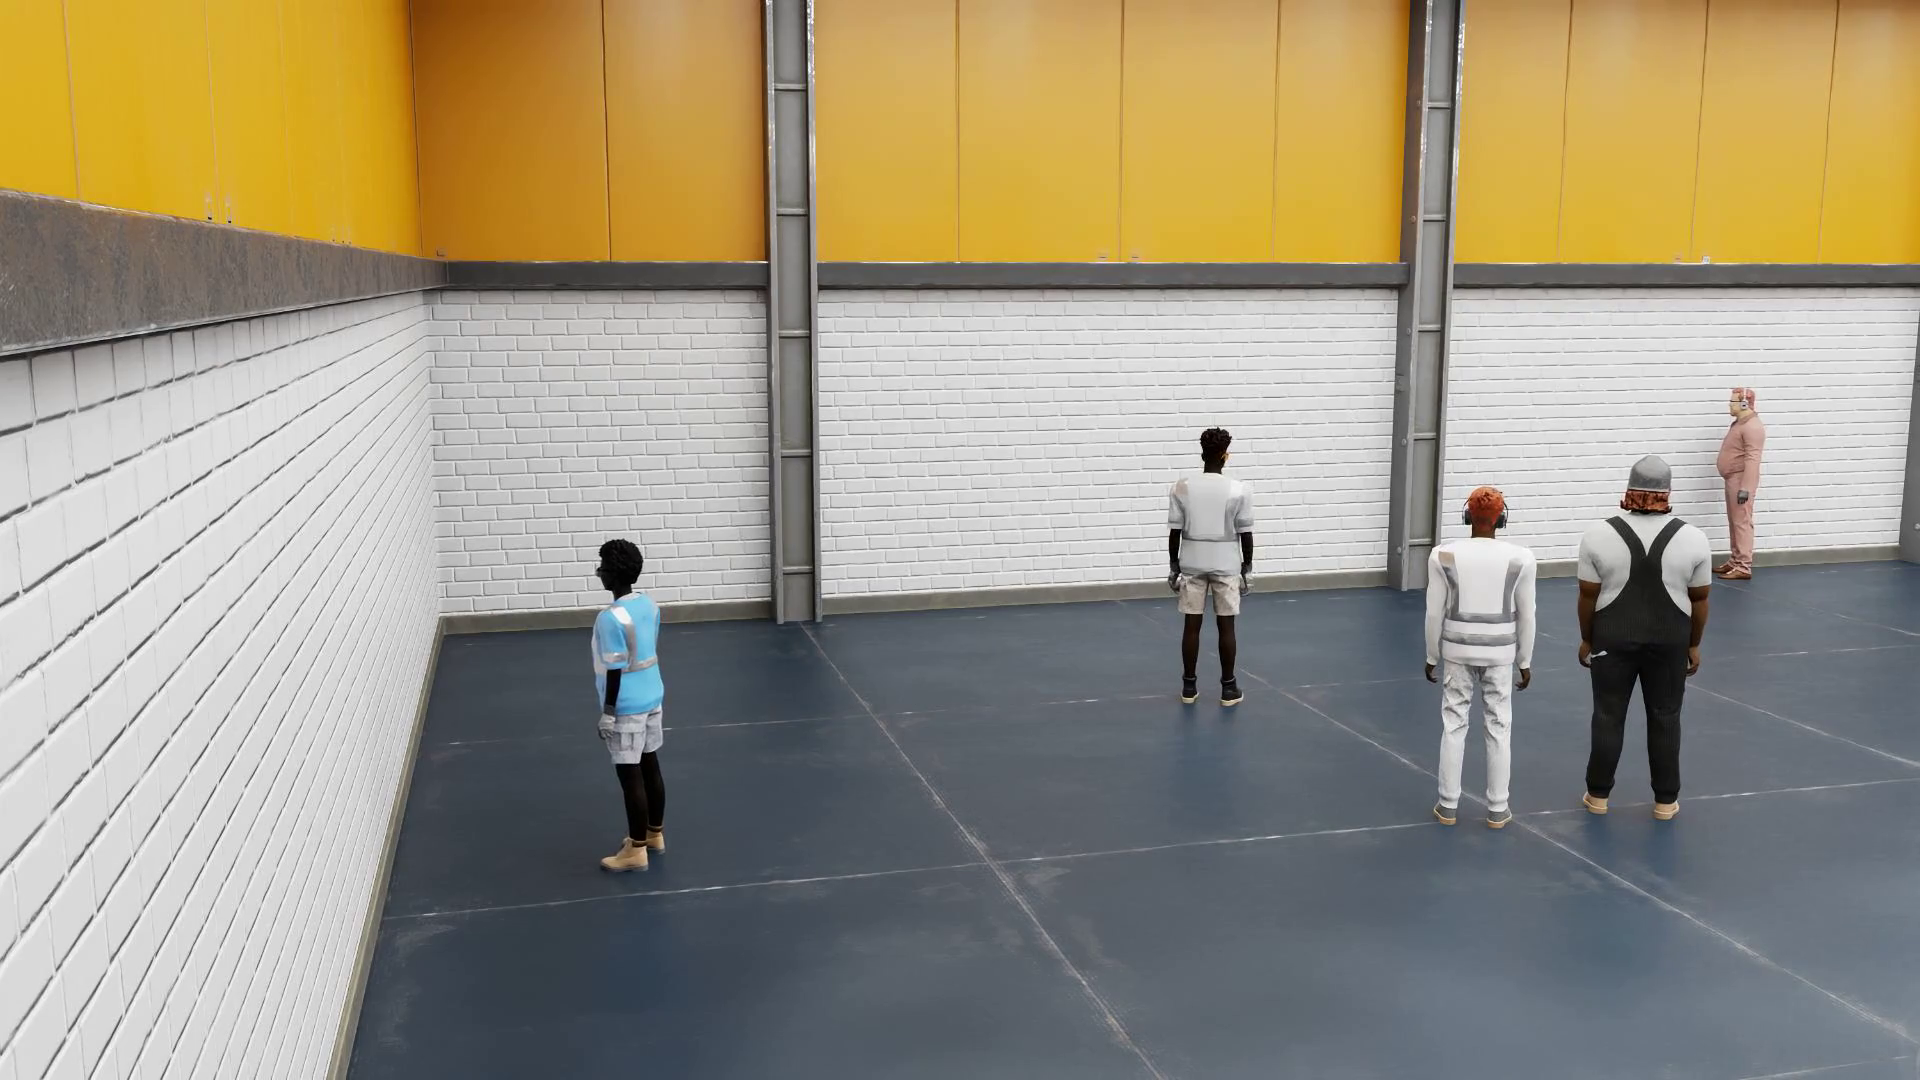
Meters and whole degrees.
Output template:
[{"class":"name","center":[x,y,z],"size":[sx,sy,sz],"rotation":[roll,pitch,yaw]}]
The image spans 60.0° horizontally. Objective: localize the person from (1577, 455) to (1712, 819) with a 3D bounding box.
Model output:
[{"class":"person","center":[3.792,0.533,9.297],"size":[0.683,2.000,0.537],"rotation":[3,10,19]}]

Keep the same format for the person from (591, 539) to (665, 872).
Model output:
[{"class":"person","center":[-1.688,0.837,8.466],"size":[0.321,1.696,0.537],"rotation":[2,9,13]}]

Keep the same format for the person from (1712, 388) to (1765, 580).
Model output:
[{"class":"person","center":[7.733,-0.561,16.543],"size":[0.403,1.905,0.651],"rotation":[2,9,15]}]

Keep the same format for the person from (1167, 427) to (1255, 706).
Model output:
[{"class":"person","center":[1.764,0.185,11.700],"size":[0.614,1.963,0.362],"rotation":[3,10,18]}]

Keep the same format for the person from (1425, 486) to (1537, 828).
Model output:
[{"class":"person","center":[2.839,0.642,9.107],"size":[0.578,1.883,0.353],"rotation":[3,9,16]}]
